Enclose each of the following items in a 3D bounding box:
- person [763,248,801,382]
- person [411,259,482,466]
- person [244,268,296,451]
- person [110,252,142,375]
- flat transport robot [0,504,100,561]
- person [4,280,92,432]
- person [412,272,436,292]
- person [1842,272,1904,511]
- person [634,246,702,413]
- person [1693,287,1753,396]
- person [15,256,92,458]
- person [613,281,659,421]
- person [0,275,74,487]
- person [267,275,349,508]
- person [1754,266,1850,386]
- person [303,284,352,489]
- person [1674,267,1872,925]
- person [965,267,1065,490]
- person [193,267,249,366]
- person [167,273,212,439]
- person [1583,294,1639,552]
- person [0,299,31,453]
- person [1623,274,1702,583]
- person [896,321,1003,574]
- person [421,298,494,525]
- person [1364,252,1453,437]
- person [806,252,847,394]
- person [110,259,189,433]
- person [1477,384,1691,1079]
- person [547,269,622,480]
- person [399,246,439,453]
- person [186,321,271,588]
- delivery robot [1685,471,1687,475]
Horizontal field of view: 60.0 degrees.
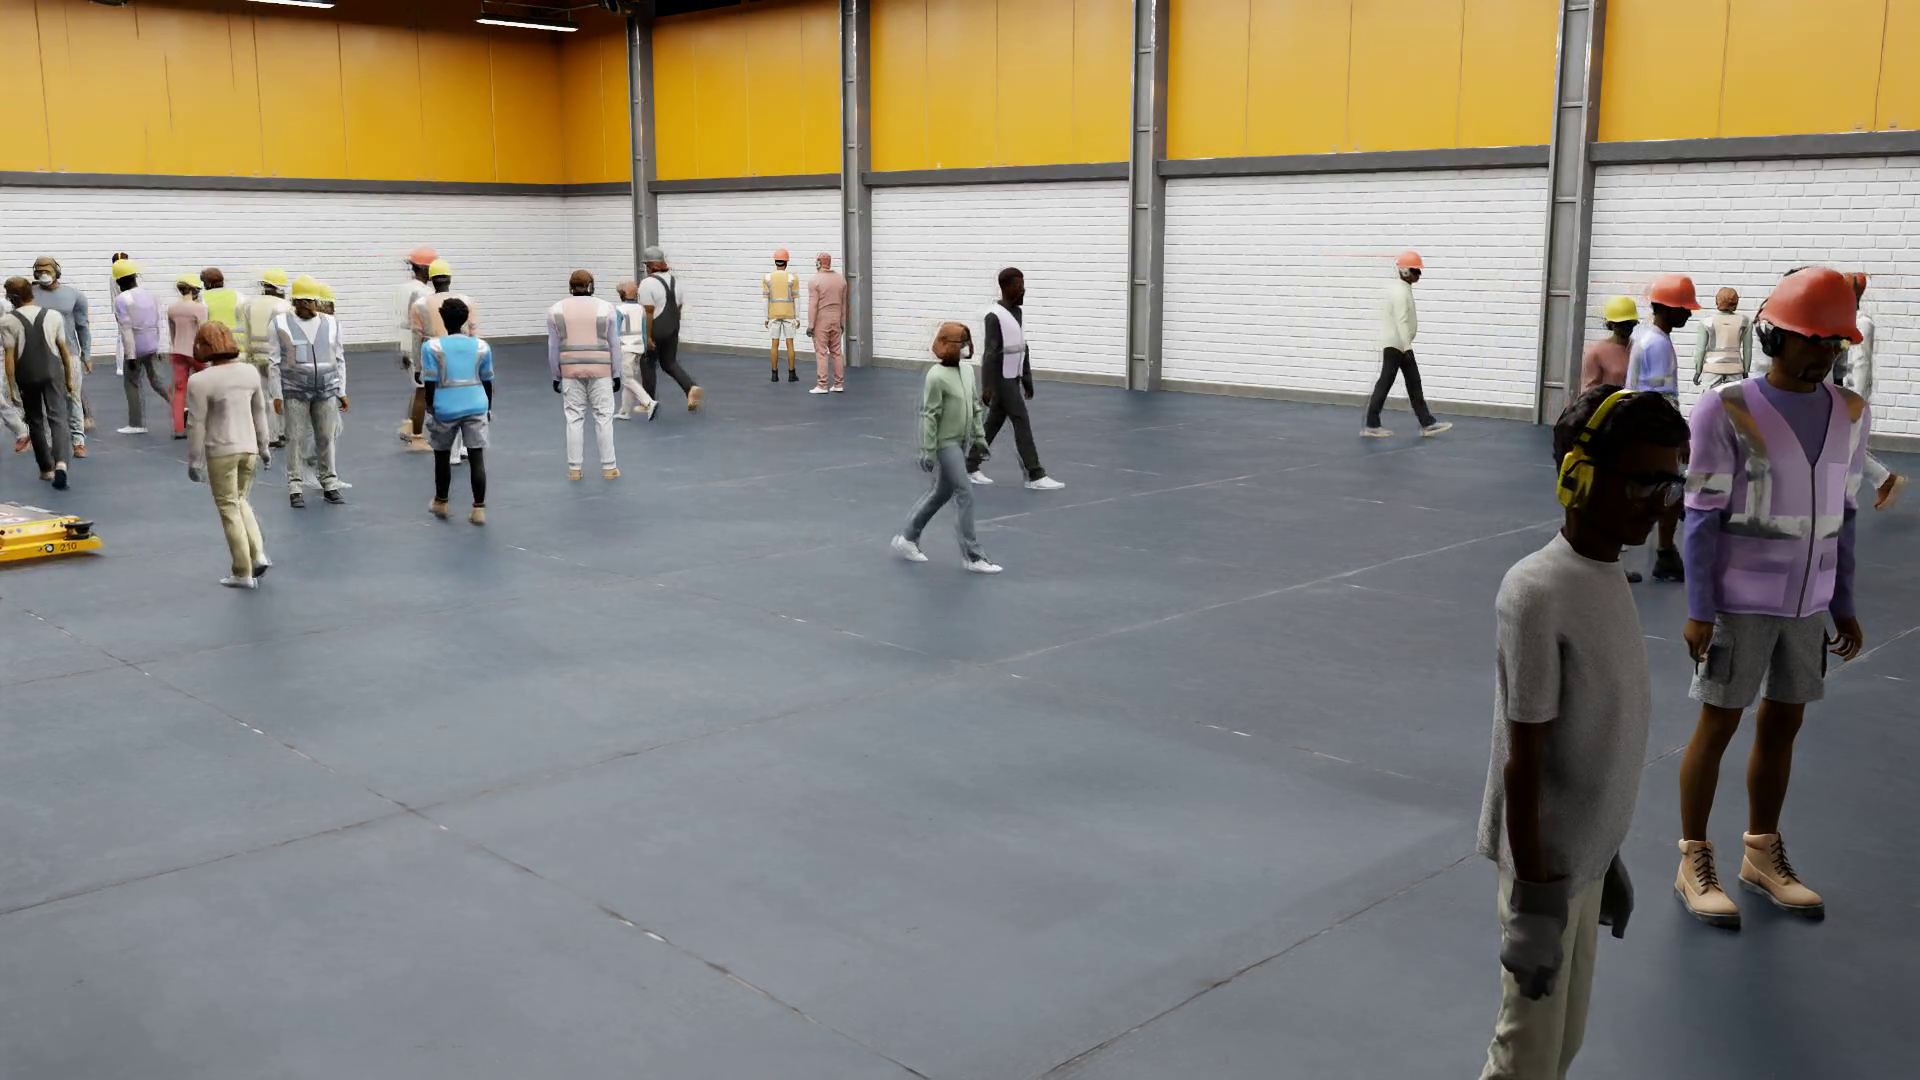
[{"bbox_3d":[-2.595,-3.276,24.291,0.551,1.937,0.357,0,10,2],"label":"person"},{"bbox_3d":[-4.802,-1.659,15.551,0.609,1.899,0.668,-5,11,-23],"label":"person"},{"bbox_3d":[-6.779,-1.804,16.629,0.596,1.802,0.723,5,11,24],"label":"person"},{"bbox_3d":[-12.797,-3.452,25.437,0.309,1.868,0.535,-8,13,-36],"label":"person"},{"bbox_3d":[-6.541,-0.068,11.344,1.431,0.197,0.652,8,13,37],"label":"flat transport robot"},{"bbox_3d":[-9.869,-1.972,17.950,0.887,1.640,0.549,0,10,-1],"label":"person"},{"bbox_3d":[-8.573,-3.706,26.719,0.409,1.909,0.642,3,11,16],"label":"person"},{"bbox_3d":[6.733,-1.074,12.490,0.724,1.867,0.584,2,11,11],"label":"person"},{"bbox_3d":[-3.525,-2.512,19.842,0.832,2.000,0.690,6,12,30],"label":"person"},{"bbox_3d":[7.284,-1.588,15.897,0.514,1.642,0.310,2,11,13],"label":"person"},{"bbox_3d":[-8.658,-1.742,15.921,0.635,1.937,0.352,-5,11,-24],"label":"person"},{"bbox_3d":[-3.745,-2.156,19.066,0.720,1.613,0.532,6,12,28],"label":"person"},{"bbox_3d":[-7.834,-1.351,14.173,0.545,1.805,0.924,-8,13,-36],"label":"person"},{"bbox_3d":[-5.133,-1.173,13.138,0.587,1.822,0.403,-8,13,-36],"label":"person"},{"bbox_3d":[5.444,-0.814,10.884,0.609,1.917,0.984,2,11,9],"label":"person"},{"bbox_3d":[-5.308,-1.269,13.895,0.367,1.728,0.499,-1,10,-4],"label":"person"},{"bbox_3d":[2.534,0.183,5.157,0.605,2.037,0.388,-2,11,-12],"label":"person"},{"bbox_3d":[0.409,-1.369,14.096,0.987,1.872,0.605,4,11,23],"label":"person"},{"bbox_3d":[-7.872,-2.014,17.795,0.619,1.803,0.831,-7,12,-32],"label":"person"},{"bbox_3d":[-8.067,-1.953,17.619,0.550,1.728,0.801,3,11,18],"label":"person"},{"bbox_3d":[4.429,-0.794,11.284,0.536,1.739,0.448,-3,11,-17],"label":"person"},{"bbox_3d":[-9.254,-1.690,15.958,0.570,1.841,0.975,2,11,10],"label":"person"},{"bbox_3d":[4.267,-0.651,10.072,0.807,1.895,0.550,4,11,22],"label":"person"},{"bbox_3d":[-0.090,-0.608,10.660,0.821,1.598,0.506,5,12,27],"label":"person"},{"bbox_3d":[-3.758,-0.962,12.405,0.544,1.664,0.769,-6,12,-30],"label":"person"},{"bbox_3d":[4.742,-2.036,17.487,0.977,1.946,0.649,4,11,22],"label":"person"},{"bbox_3d":[-1.827,-2.925,22.470,0.402,1.904,0.652,10,14,44],"label":"person"},{"bbox_3d":[-8.689,-2.052,17.765,0.867,1.888,0.591,3,11,17],"label":"person"},{"bbox_3d":[1.161,0.637,3.159,0.326,1.865,0.519,7,13,34],"label":"person"},{"bbox_3d":[-3.265,-1.438,14.549,0.619,1.838,0.430,-1,10,-5],"label":"person"},{"bbox_3d":[-5.251,-1.856,16.311,0.469,2.022,0.607,-6,12,-31],"label":"person"},{"bbox_3d":[-4.434,-0.511,10.054,0.356,1.617,0.535,5,12,25],"label":"person"},{"bbox_3d":[5.660,-0.388,12.061,0.707,0.478,0.477,0,10,-1],"label":"delivery robot"}]
